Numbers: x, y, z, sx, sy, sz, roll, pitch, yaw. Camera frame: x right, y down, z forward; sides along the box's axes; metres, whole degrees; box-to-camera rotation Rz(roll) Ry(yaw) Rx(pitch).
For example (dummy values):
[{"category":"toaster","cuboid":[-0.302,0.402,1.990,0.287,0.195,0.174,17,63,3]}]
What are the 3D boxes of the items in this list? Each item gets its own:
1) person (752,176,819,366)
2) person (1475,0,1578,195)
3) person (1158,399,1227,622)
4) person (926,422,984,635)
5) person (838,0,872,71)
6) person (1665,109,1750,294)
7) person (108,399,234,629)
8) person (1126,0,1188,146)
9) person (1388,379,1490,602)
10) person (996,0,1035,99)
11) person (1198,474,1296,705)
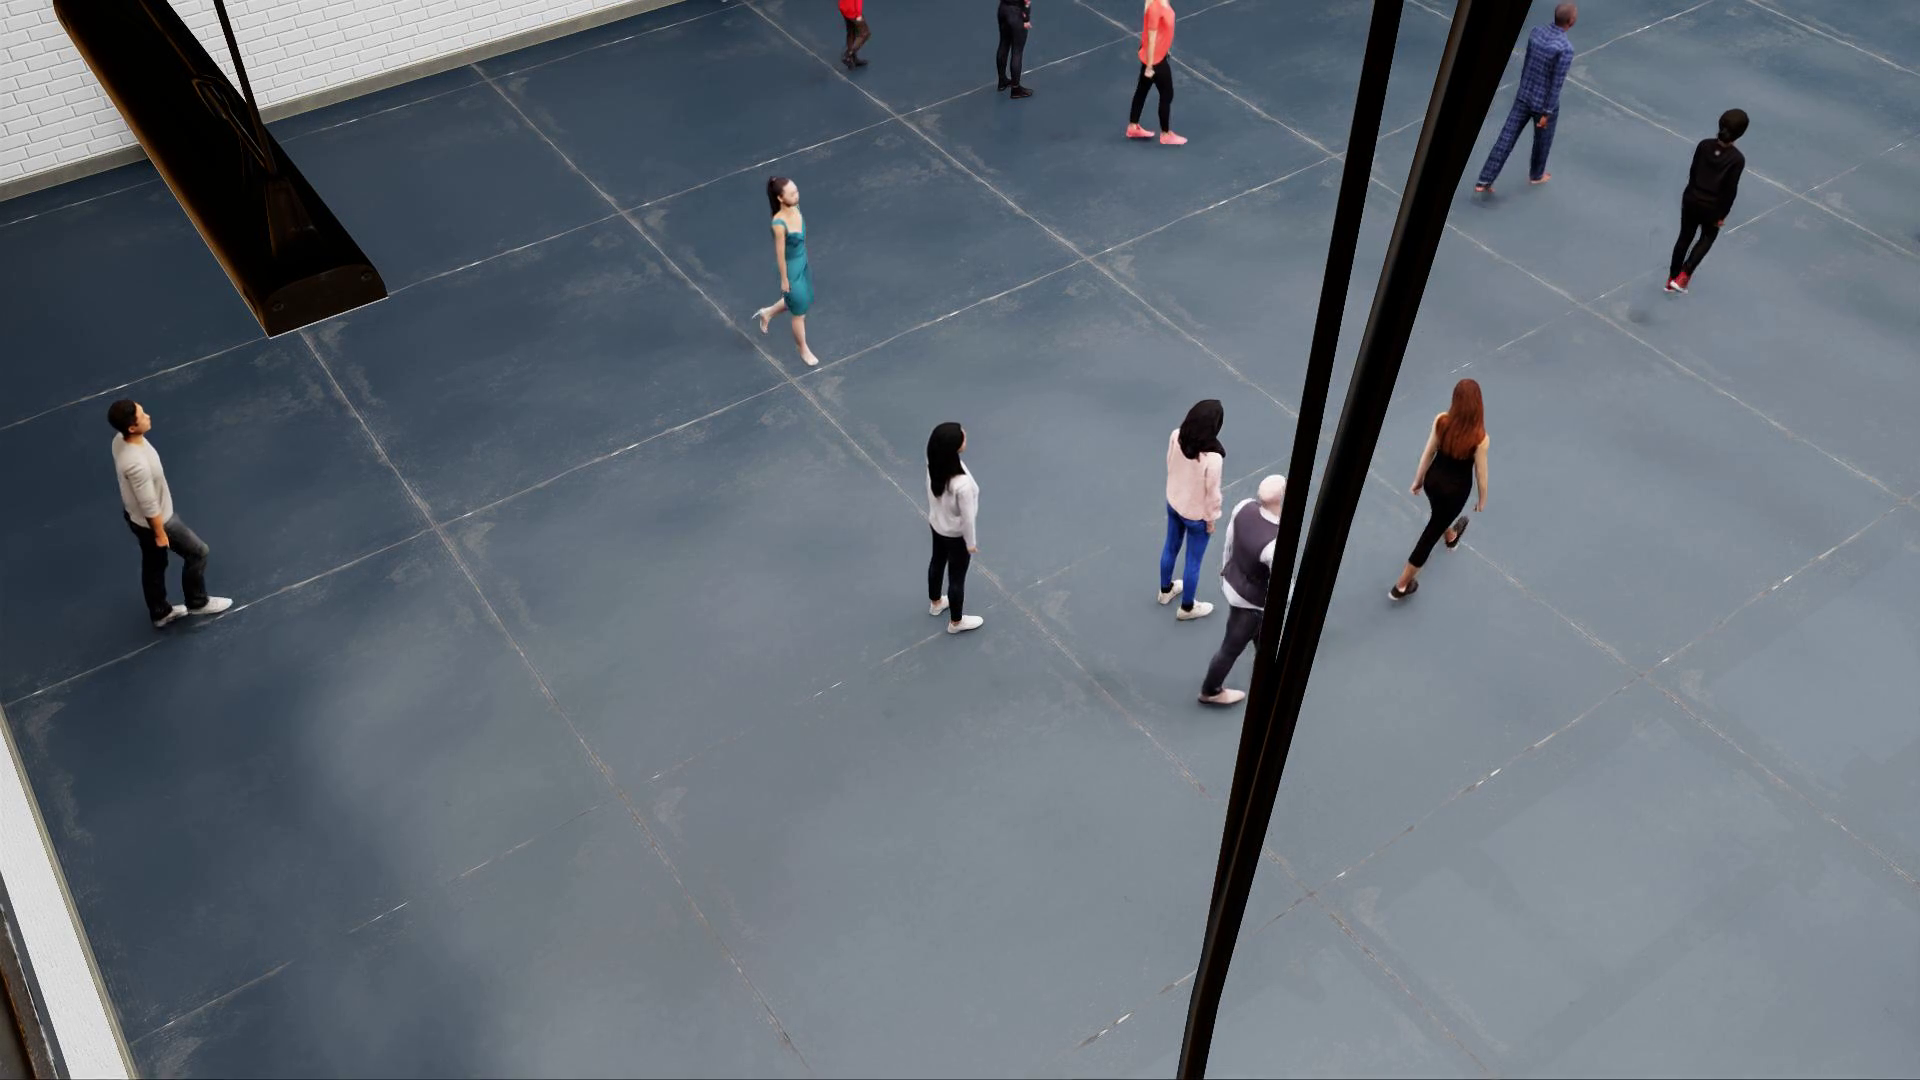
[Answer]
[{"category":"person","cuboid":[-1.373,-2.100,12.960,0.854,1.674,0.847,15,46,15]},{"category":"person","cuboid":[5.029,-3.856,14.731,1.120,1.774,0.669,-26,49,-25]},{"category":"person","cuboid":[1.508,-0.202,10.901,0.534,1.767,0.634,-24,49,-23]},{"category":"person","cuboid":[-0.065,-0.095,10.837,0.533,1.700,0.606,-24,49,-23]},{"category":"person","cuboid":[-1.118,-5.273,16.579,0.578,1.277,0.510,-23,48,-22]},{"category":"person","cuboid":[6.055,-2.723,13.624,0.706,1.660,0.650,-33,52,-29]},{"category":"person","cuboid":[-5.316,-0.129,10.816,0.732,1.778,0.661,-28,50,-26]},{"category":"person","cuboid":[1.711,-4.479,15.453,0.945,1.679,0.881,6,44,6]},{"category":"person","cuboid":[3.157,-0.273,11.043,1.176,1.674,0.700,-32,52,-29]},{"category":"person","cuboid":[0.518,-5.125,16.129,0.505,1.683,0.564,-24,49,-23]},{"category":"person","cuboid":[1.711,0.358,10.295,1.107,1.791,0.937,-9,44,-10]}]
